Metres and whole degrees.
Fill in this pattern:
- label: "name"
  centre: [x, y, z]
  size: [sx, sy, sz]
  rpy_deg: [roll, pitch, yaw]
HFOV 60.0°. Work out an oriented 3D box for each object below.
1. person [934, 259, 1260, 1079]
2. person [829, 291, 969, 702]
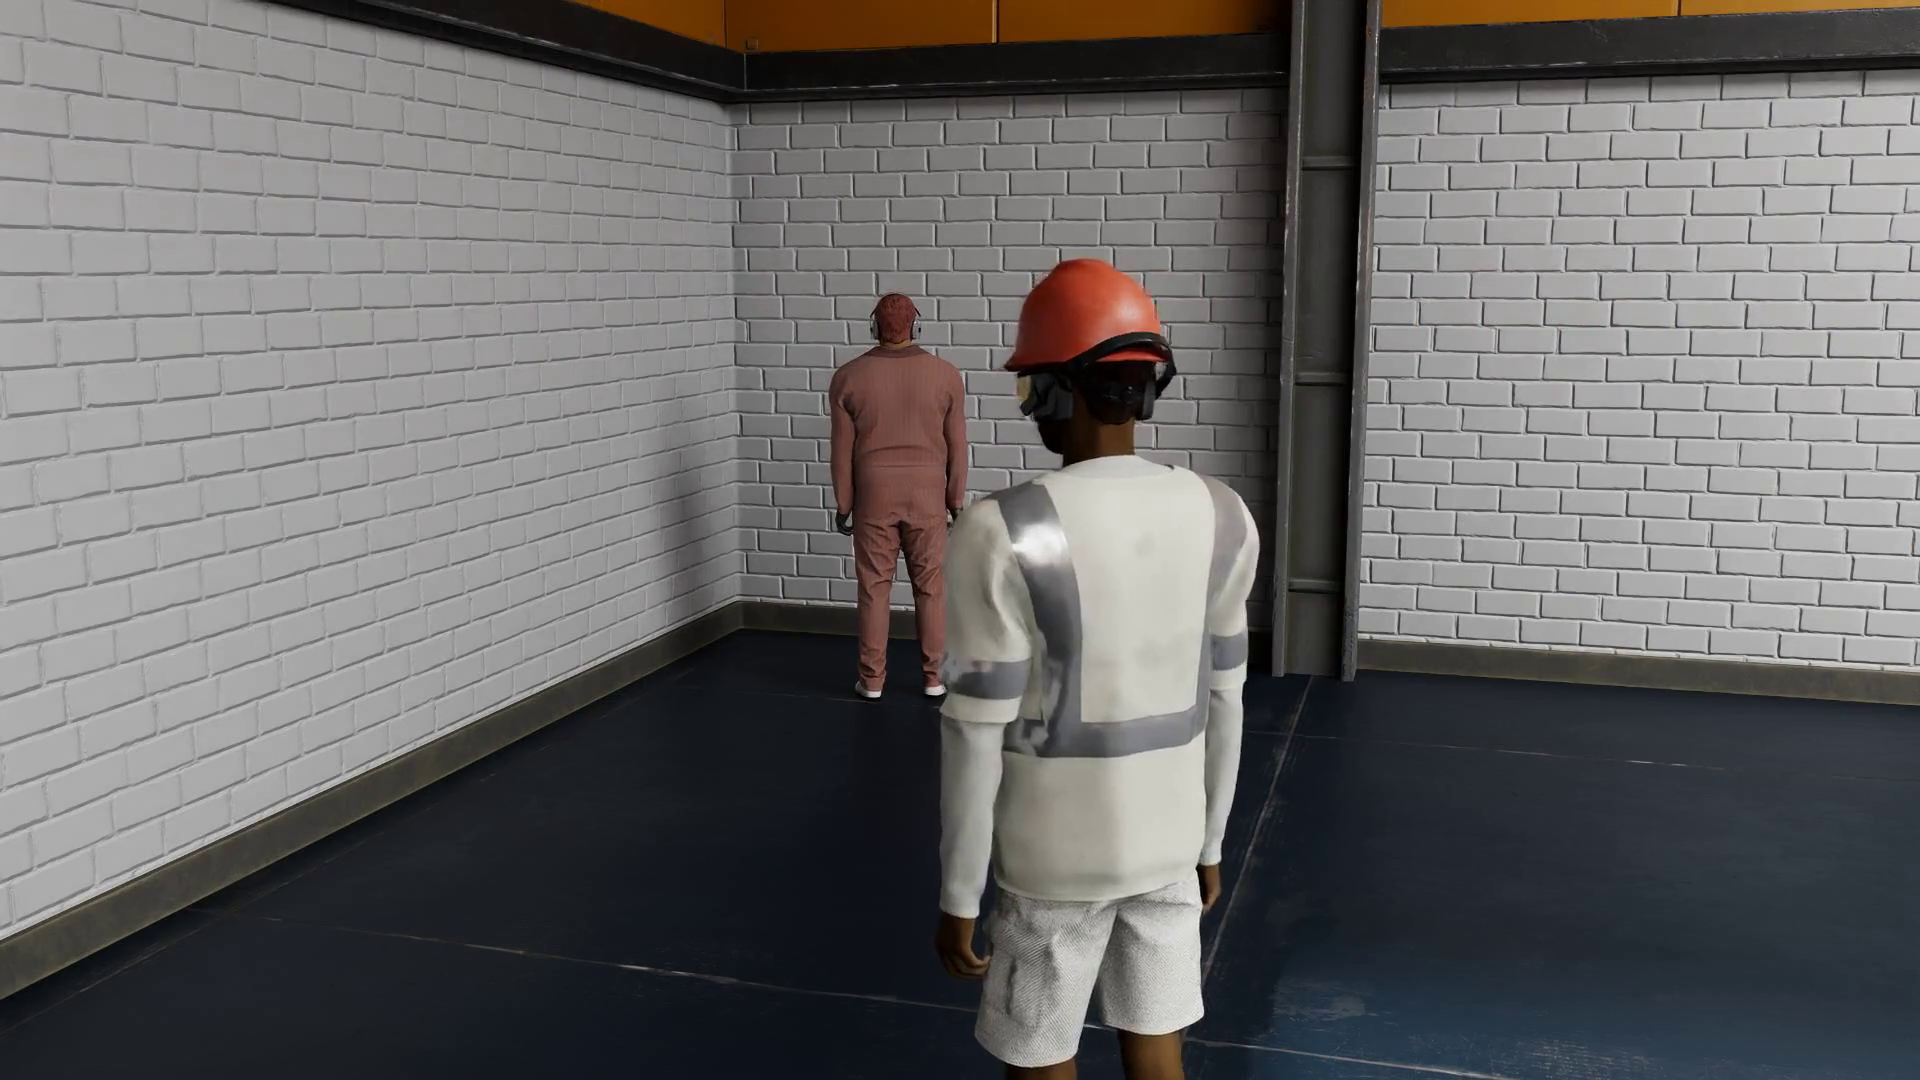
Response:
- label: "person"
  centre: [0.224, 0.536, 2.941]
  size: [0.608, 2.036, 0.398]
  rpy_deg: [-5, 11, -29]
- label: "person"
  centre: [-0.284, -0.194, 7.759]
  size: [0.643, 1.912, 0.410]
  rpy_deg: [-1, 9, -4]
